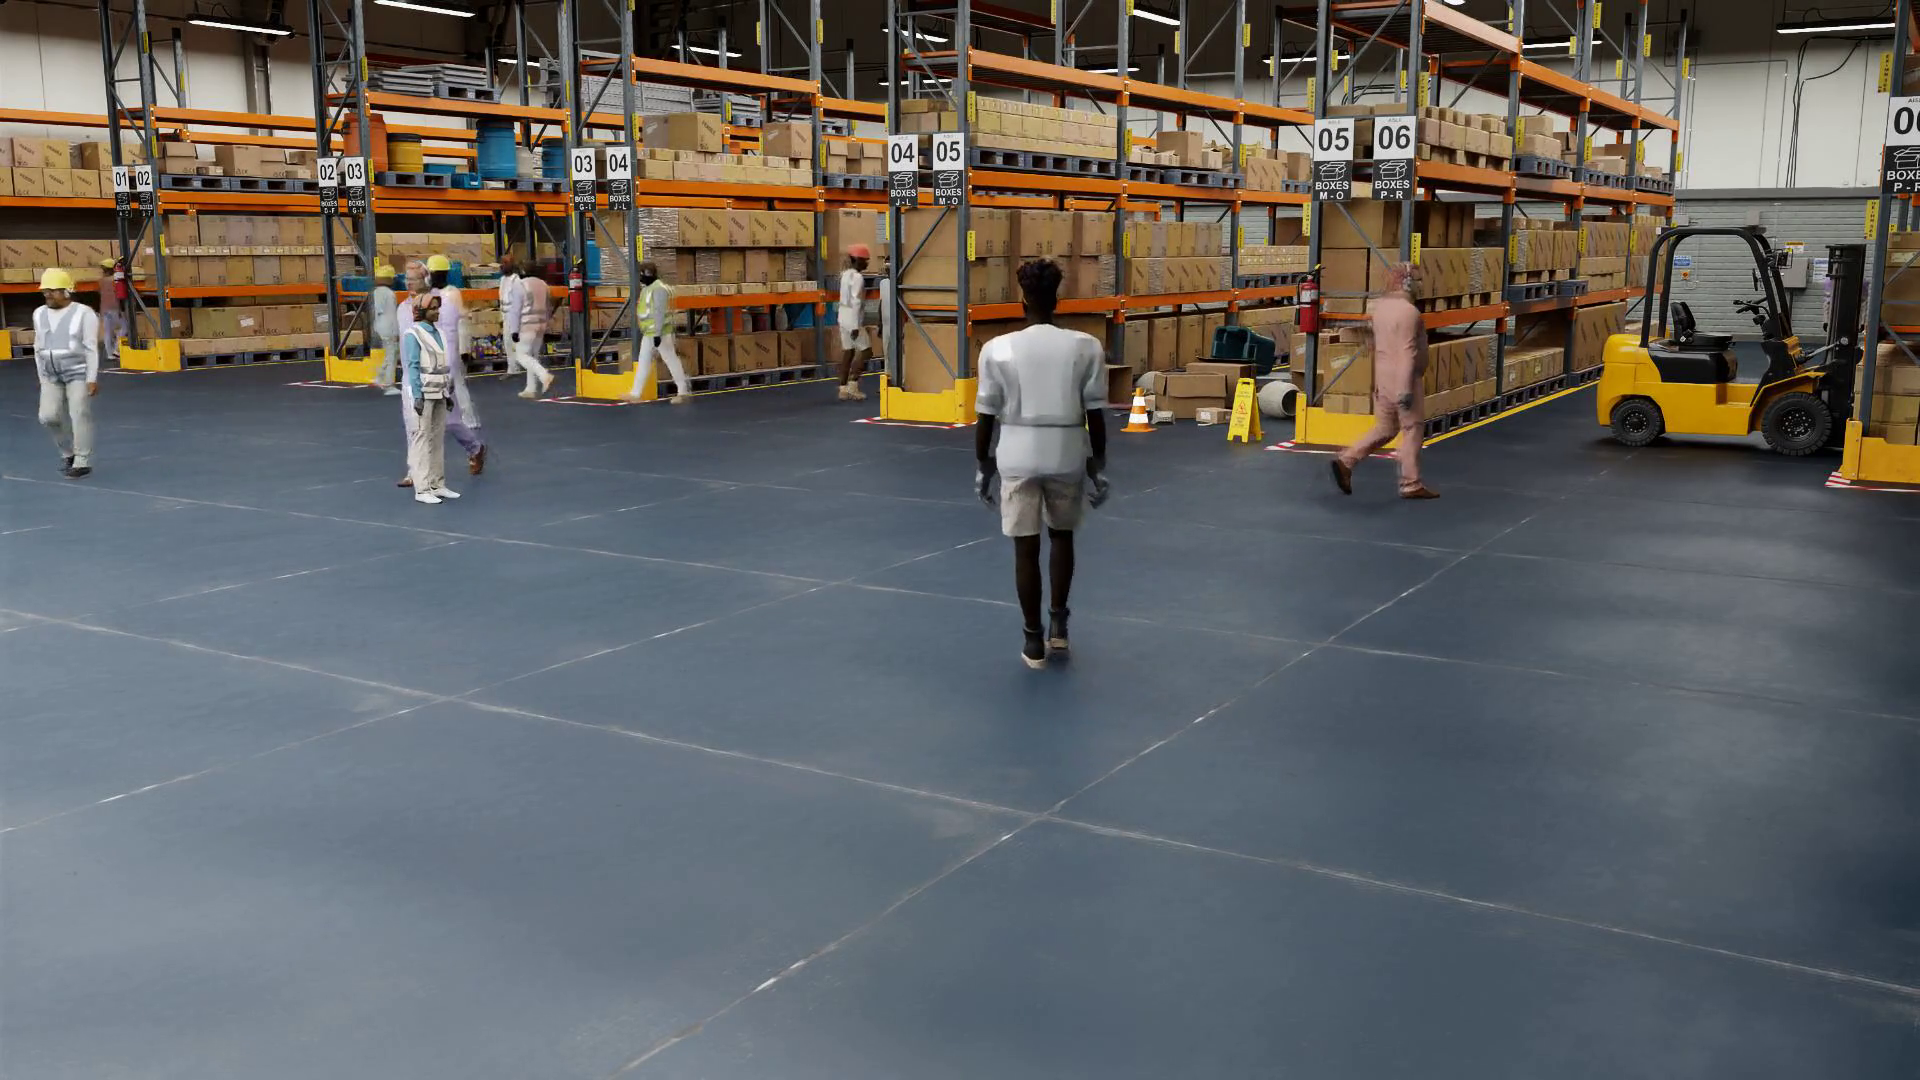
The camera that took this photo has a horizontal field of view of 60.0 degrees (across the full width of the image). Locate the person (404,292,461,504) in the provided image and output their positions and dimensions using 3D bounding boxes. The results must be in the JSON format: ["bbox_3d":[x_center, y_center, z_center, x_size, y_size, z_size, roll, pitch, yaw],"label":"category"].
[{"bbox_3d":[-4.153,-1.113,13.043,0.309,1.641,0.513,2,10,11],"label":"person"}]

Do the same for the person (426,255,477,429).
[{"bbox_3d":[-5.607,-2.084,17.786,0.906,1.890,0.598,-7,12,-35],"label":"person"}]

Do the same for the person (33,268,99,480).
[{"bbox_3d":[-7.662,-1.417,14.263,0.594,1.818,0.414,1,10,4],"label":"person"}]

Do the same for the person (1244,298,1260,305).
[{"bbox_3d":[5.570,-4.566,31.854,0.864,1.844,0.516,-9,14,-42],"label":"person"}]

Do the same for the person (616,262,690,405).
[{"bbox_3d":[-3.840,-2.582,20.880,0.946,1.791,0.697,-6,12,-29],"label":"person"}]

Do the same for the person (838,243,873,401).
[{"bbox_3d":[-1.344,-2.772,21.275,0.502,2.019,0.644,-4,11,-24],"label":"person"}]

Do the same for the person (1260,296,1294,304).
[{"bbox_3d":[6.009,-4.512,31.448,0.590,1.863,0.994,6,12,31],"label":"person"}]

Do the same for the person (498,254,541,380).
[{"bbox_3d":[-6.591,-3.298,24.657,0.507,1.870,0.584,-9,14,-43],"label":"person"}]

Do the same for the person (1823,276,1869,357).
[{"bbox_3d":[12.696,-3.182,23.864,0.588,1.918,0.398,1,10,8],"label":"person"}]

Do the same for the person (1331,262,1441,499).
[{"bbox_3d":[3.403,-1.248,13.132,0.787,1.884,0.650,-1,10,-7],"label":"person"}]

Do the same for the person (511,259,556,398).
[{"bbox_3d":[-5.537,-2.736,21.640,0.629,1.824,0.635,5,11,24],"label":"person"}]

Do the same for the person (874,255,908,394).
[{"bbox_3d":[-0.912,-2.871,22.232,0.531,1.876,0.318,8,13,37],"label":"person"}]

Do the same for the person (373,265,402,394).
[{"bbox_3d":[-7.632,-2.811,22.302,0.501,1.727,0.358,10,14,43],"label":"person"}]

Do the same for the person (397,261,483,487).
[{"bbox_3d":[-4.447,-1.410,14.041,0.656,1.883,0.799,4,11,23],"label":"person"}]

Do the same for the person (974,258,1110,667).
[{"bbox_3d":[0.382,-0.373,8.023,0.644,1.948,0.533,-1,10,-5],"label":"person"}]

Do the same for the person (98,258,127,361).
[{"bbox_3d":[-14.638,-3.983,28.781,0.546,1.751,0.449,6,12,30],"label":"person"}]

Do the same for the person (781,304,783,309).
[{"bbox_3d":[-3.822,-5.489,36.773,0.445,1.917,0.568,-6,12,-32],"label":"person"}]
